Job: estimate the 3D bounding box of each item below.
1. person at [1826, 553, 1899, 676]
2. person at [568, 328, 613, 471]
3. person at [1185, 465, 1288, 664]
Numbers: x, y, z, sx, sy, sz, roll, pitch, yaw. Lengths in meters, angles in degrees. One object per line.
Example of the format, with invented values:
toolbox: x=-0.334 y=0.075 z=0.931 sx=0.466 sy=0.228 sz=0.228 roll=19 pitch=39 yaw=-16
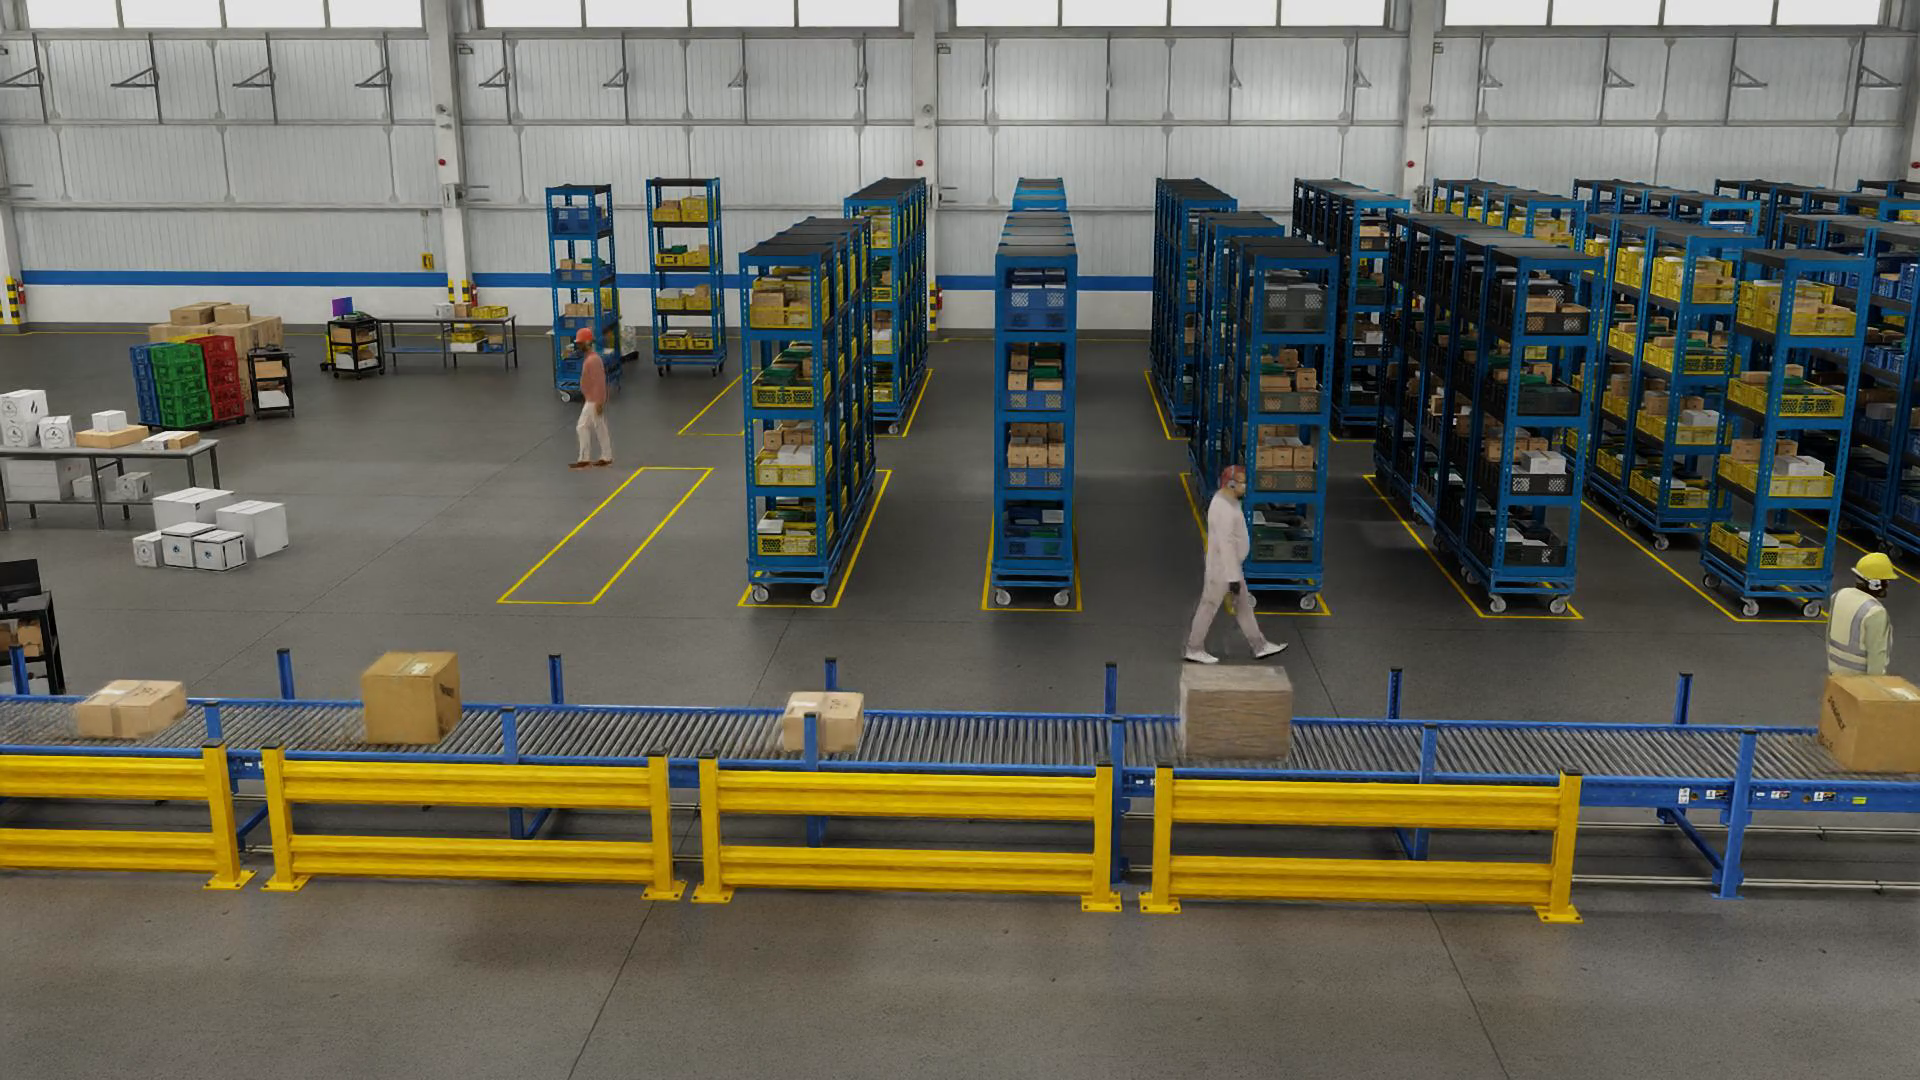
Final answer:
person: x=6.711 y=0.979 z=12.433 sx=0.404 sy=1.829 sz=0.600 roll=-1 pitch=15 yaw=-3
person: x=-5.199 y=-1.938 z=22.987 sx=0.780 sy=1.969 sz=0.659 roll=-4 pitch=16 yaw=-16
person: x=2.526 y=0.244 z=15.085 sx=0.968 sy=1.862 sz=0.676 roll=3 pitch=15 yaw=13
